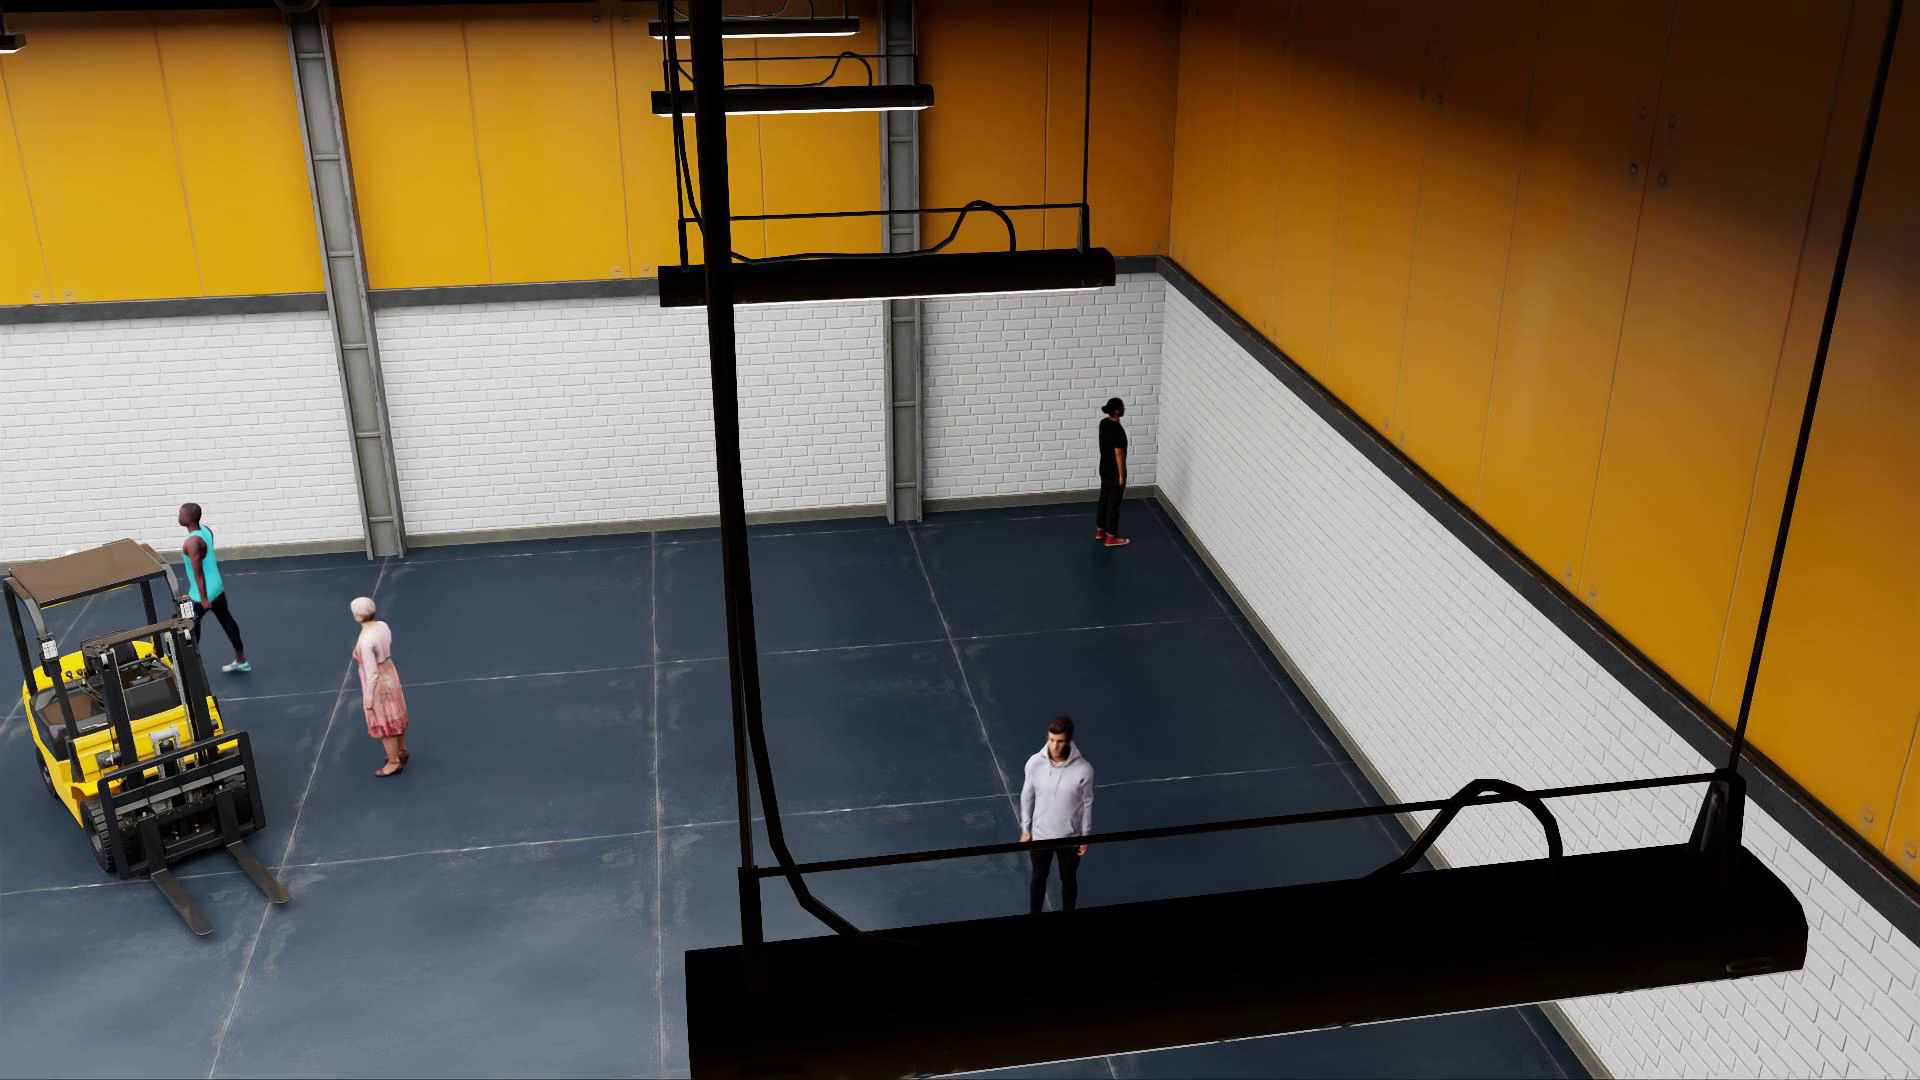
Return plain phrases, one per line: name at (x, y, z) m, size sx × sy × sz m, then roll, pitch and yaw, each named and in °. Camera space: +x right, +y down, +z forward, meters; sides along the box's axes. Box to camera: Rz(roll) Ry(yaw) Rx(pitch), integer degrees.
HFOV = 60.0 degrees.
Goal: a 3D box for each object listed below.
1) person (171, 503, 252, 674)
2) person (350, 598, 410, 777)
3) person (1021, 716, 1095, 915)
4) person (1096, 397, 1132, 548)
person at (-7.195, 0.496, 16.103) m, size 1.053 × 1.784 × 0.758 m, roll 0°, pitch 24°, yaw 0°
person at (-5.034, 1.259, 14.467) m, size 0.636 × 1.696 × 0.642 m, roll 1°, pitch 24°, yaw 3°
person at (0.709, 2.122, 12.205) m, size 0.646 × 1.929 × 0.808 m, roll 4°, pitch 24°, yaw 9°
person at (1.747, -0.796, 19.093) m, size 0.643 × 1.758 × 0.677 m, roll -10°, pitch 25°, yaw -21°
